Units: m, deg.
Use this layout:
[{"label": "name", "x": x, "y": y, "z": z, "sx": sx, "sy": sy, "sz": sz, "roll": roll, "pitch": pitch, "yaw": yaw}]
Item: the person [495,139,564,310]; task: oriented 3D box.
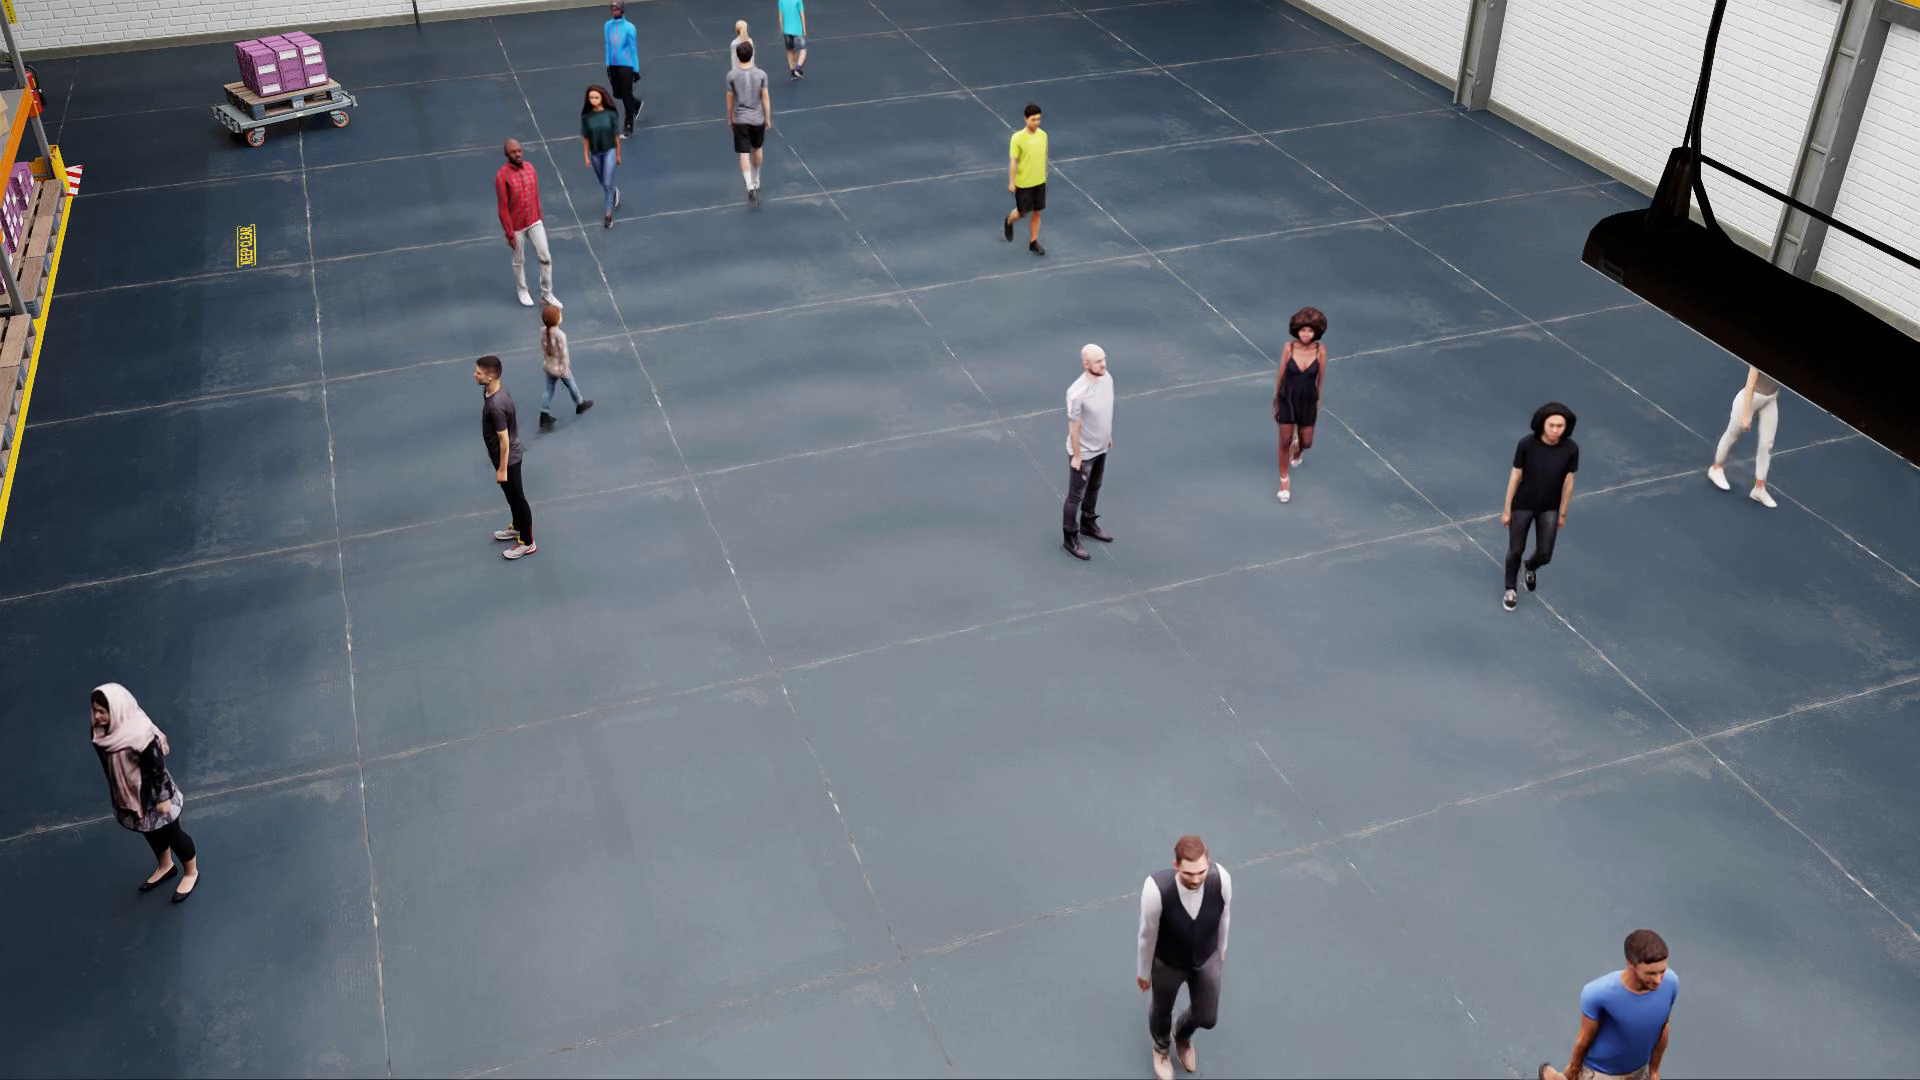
[{"label": "person", "x": -4.613, "y": -3.316, "z": 17.330, "sx": 0.852, "sy": 1.798, "sz": 0.998, "roll": -23, "pitch": 40, "yaw": -31}]

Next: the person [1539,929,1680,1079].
[{"label": "person", "x": 3.263, "y": 2.581, "z": 8.422, "sx": 0.701, "sy": 1.838, "sz": 1.141, "roll": -8, "pitch": 34, "yaw": -12}]

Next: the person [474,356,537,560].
[{"label": "person", "x": -3.670, "y": -0.688, "z": 13.406, "sx": 0.701, "sy": 1.764, "sz": 0.493, "roll": -14, "pitch": 36, "yaw": -20}]

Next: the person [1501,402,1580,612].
[{"label": "person", "x": 4.427, "y": -0.314, "z": 12.789, "sx": 0.800, "sy": 1.825, "sz": 0.860, "roll": 9, "pitch": 35, "yaw": 14}]

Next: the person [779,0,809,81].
[{"label": "person", "x": -2.376, "y": -7.225, "z": 23.529, "sx": 0.666, "sy": 1.445, "sz": 0.718, "roll": 9, "pitch": 35, "yaw": 13}]

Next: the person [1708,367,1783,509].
[{"label": "person", "x": 6.732, "y": -1.182, "z": 14.210, "sx": 0.673, "sy": 1.698, "sz": 0.946, "roll": -7, "pitch": 34, "yaw": -10}]

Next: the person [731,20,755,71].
[{"label": "person", "x": -2.887, "y": -6.313, "z": 22.320, "sx": 0.589, "sy": 1.266, "sz": 0.629, "roll": -23, "pitch": 40, "yaw": -30}]

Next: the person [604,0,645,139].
[{"label": "person", "x": -4.349, "y": -6.186, "z": 21.667, "sx": 0.982, "sy": 1.777, "sz": 1.057, "roll": 13, "pitch": 36, "yaw": 19}]

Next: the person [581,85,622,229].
[{"label": "person", "x": -4.127, "y": -4.497, "z": 19.300, "sx": 0.832, "sy": 1.585, "sz": 1.152, "roll": 0, "pitch": 34, "yaw": -1}]

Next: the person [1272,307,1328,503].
[{"label": "person", "x": 2.857, "y": -1.180, "z": 14.137, "sx": 0.749, "sy": 1.775, "sz": 0.876, "roll": 4, "pitch": 34, "yaw": 6}]

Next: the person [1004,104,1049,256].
[{"label": "person", "x": 0.736, "y": -4.036, "z": 18.506, "sx": 0.702, "sy": 1.696, "sz": 0.879, "roll": -18, "pitch": 38, "yaw": -25}]

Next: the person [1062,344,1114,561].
[{"label": "person", "x": 1.035, "y": -0.752, "z": 13.441, "sx": 0.766, "sy": 1.833, "sz": 0.753, "roll": 24, "pitch": 41, "yaw": 32}]

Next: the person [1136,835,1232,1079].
[{"label": "person", "x": 1.185, "y": 2.171, "z": 8.972, "sx": 0.746, "sy": 1.913, "sz": 0.764, "roll": -5, "pitch": 34, "yaw": -7}]

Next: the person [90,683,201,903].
[{"label": "person", "x": -5.004, "y": 1.525, "z": 10.194, "sx": 0.754, "sy": 1.636, "sz": 0.809, "roll": 13, "pitch": 36, "yaw": 18}]

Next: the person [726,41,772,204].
[{"label": "person", "x": -2.506, "y": -4.941, "z": 19.738, "sx": 0.801, "sy": 1.839, "sz": 1.164, "roll": -5, "pitch": 34, "yaw": -8}]

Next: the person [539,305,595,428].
[{"label": "person", "x": -3.752, "y": -1.576, "z": 15.280, "sx": 0.842, "sy": 1.169, "sz": 0.848, "roll": 20, "pitch": 39, "yaw": 27}]
